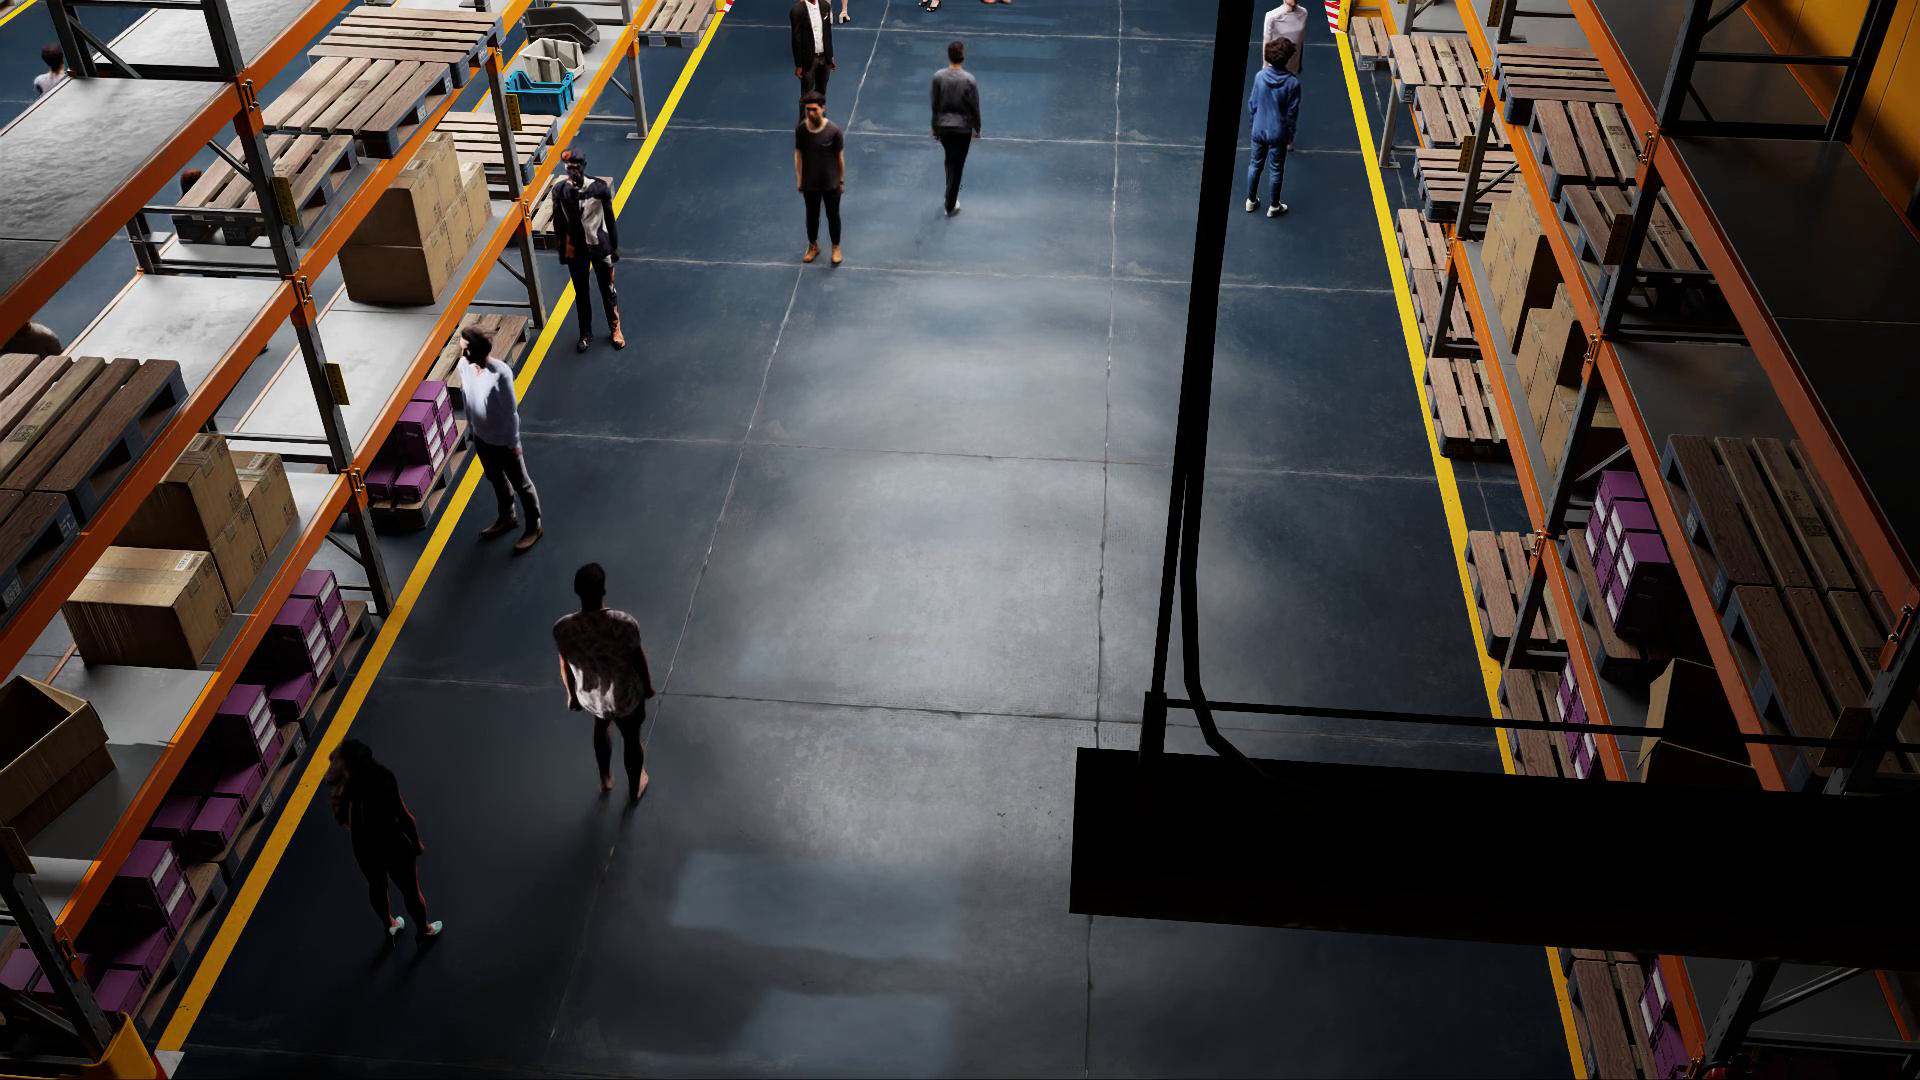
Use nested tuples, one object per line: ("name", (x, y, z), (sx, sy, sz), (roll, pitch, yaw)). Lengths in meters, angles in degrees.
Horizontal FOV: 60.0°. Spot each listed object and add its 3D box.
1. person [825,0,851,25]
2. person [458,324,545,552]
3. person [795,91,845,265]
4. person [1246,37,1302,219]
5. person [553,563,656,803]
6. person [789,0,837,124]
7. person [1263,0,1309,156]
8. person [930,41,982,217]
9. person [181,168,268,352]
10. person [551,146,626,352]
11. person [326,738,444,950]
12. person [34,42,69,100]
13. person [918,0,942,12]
("person", (-1.563, -7.265, 20.500), (0.633, 1.774, 0.615), (4, 39, 5))
("person", (-3.416, -0.777, 12.281), (0.739, 1.893, 0.732), (21, 43, 24))
("person", (-1.319, -3.447, 15.766), (0.624, 1.716, 0.547), (5, 39, 6))
("person", (3.089, -4.093, 16.500), (0.755, 1.811, 0.751), (24, 44, 27))
("person", (-2.160, 0.959, 10.182), (0.665, 1.800, 0.633), (3, 39, 3))
("person", (-1.580, -5.155, 17.839), (0.735, 1.800, 0.787), (-26, 45, -29))
("person", (3.404, -5.022, 17.645), (0.749, 1.832, 0.754), (-15, 41, -18))
("person", (-0.080, -4.039, 16.486), (0.751, 1.743, 0.888), (13, 40, 16))
("person", (-6.461, -2.409, 14.445), (0.667, 1.742, 0.687), (26, 45, 28))
("person", (-3.235, -2.543, 14.494), (0.744, 1.891, 0.669), (-5, 39, -7))
("person", (-3.252, 1.722, 9.365), (0.576, 1.628, 0.570), (7, 39, 8))
("person", (-8.621, -3.870, 16.215), (0.734, 1.818, 1.180), (5, 39, 6))
("person", (-0.395, -7.533, 20.836), (0.856, 1.774, 0.776), (-17, 42, -21))
